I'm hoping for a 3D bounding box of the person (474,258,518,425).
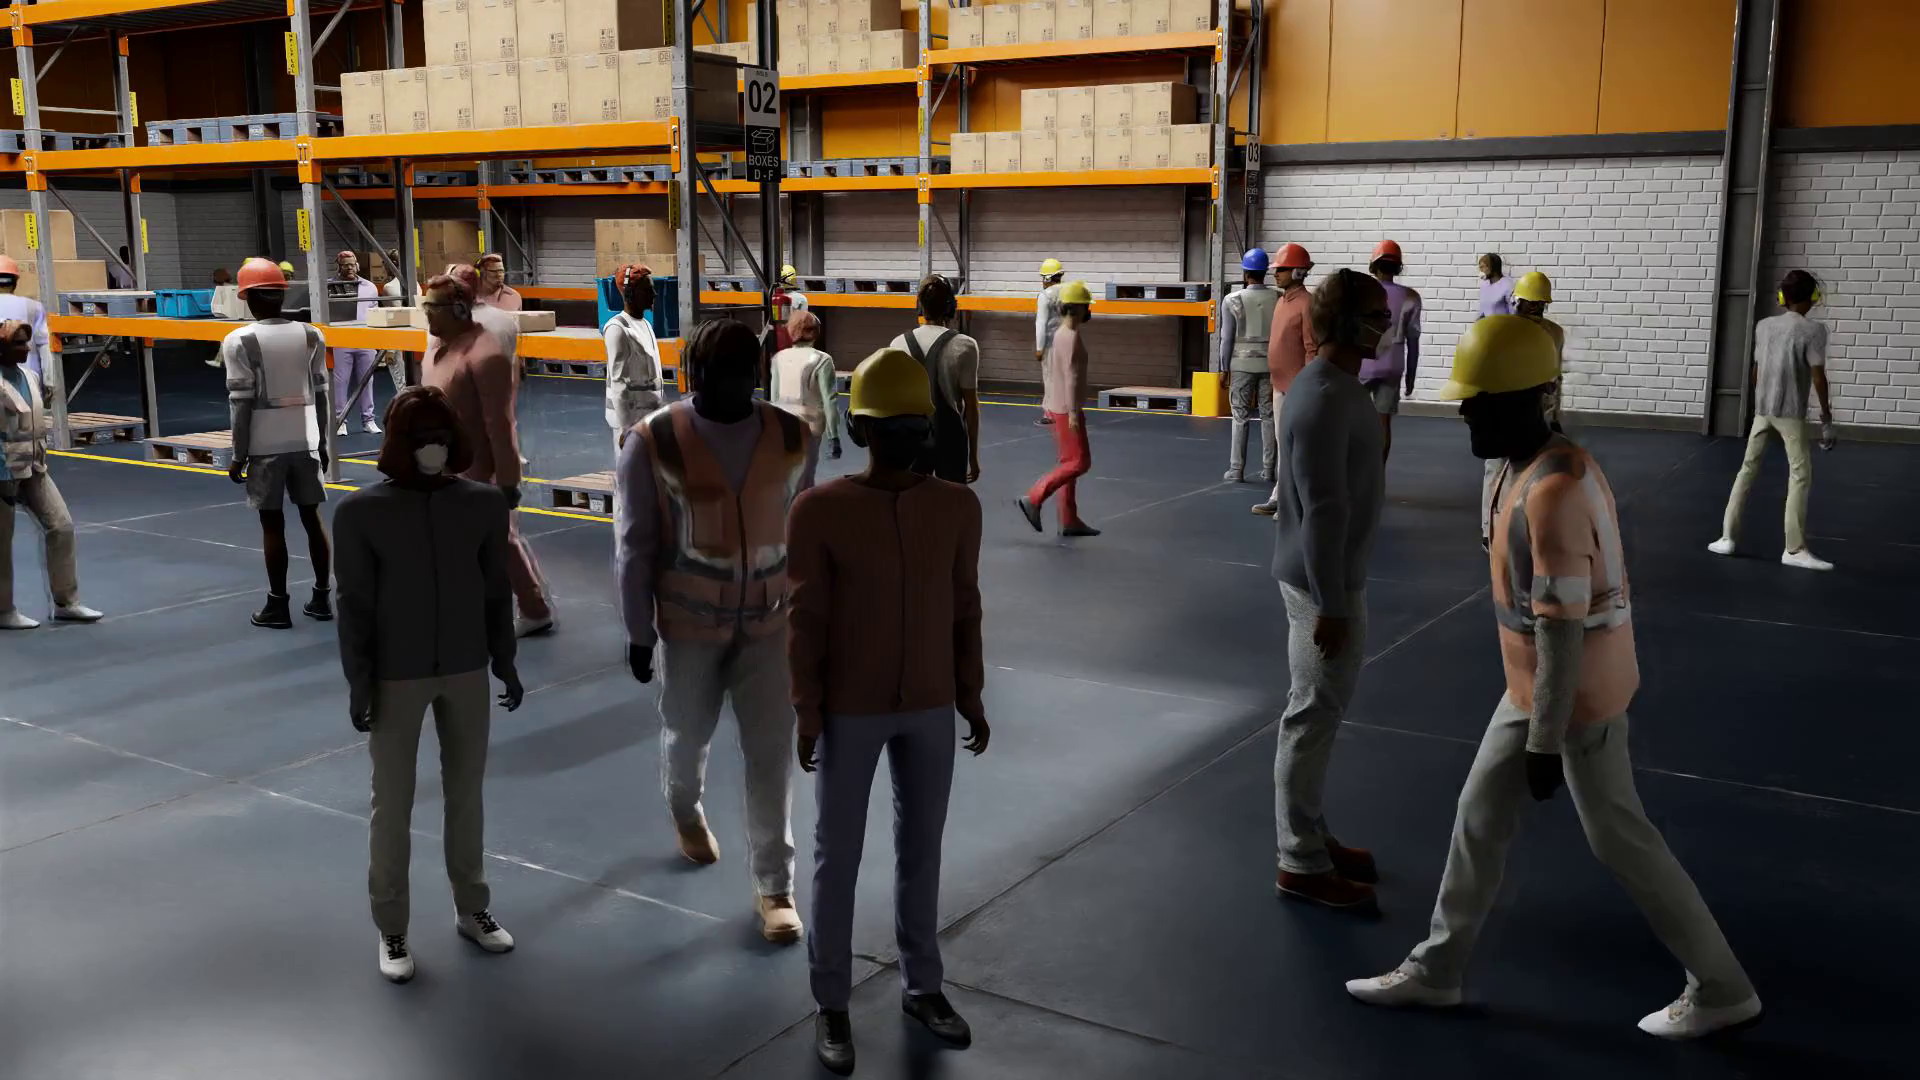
[{"bbox_3d":[-5.270,-2.196,18.363,0.842,1.847,0.521,7,12,35],"label":"person"}]

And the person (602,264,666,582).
[{"bbox_3d":[-1.914,-0.689,9.887,0.356,1.883,0.572,1,10,5],"label":"person"}]

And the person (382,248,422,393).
[{"bbox_3d":[-5.593,-1.940,16.666,0.373,1.940,0.629,1,10,4],"label":"person"}]

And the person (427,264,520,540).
[{"bbox_3d":[-3.062,-0.760,10.304,0.904,1.868,0.656,9,14,41],"label":"person"}]

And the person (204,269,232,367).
[{"bbox_3d":[-11.563,-3.507,26.368,0.907,1.558,0.508,-1,10,-5],"label":"person"}]

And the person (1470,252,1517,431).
[{"bbox_3d":[5.556,-2.006,17.144,0.793,1.890,0.647,-1,10,-8],"label":"person"}]

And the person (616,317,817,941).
[{"bbox_3d":[-0.730,0.219,5.092,0.632,1.807,0.945,-4,11,-20],"label":"person"}]

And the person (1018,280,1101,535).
[{"bbox_3d":[0.700,-0.880,11.282,0.485,1.751,0.544,0,10,-1],"label":"person"}]

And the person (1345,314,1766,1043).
[{"bbox_3d":[1.565,0.360,4.188,1.001,1.857,0.625,1,10,7],"label":"person"}]

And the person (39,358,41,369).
[{"bbox_3d":[-14.653,-3.707,26.169,0.674,2.000,0.535,3,11,15],"label":"person"}]

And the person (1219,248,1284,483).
[{"bbox_3d":[2.460,-1.447,13.900,0.605,1.951,0.381,-1,10,-7],"label":"person"}]

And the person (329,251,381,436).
[{"bbox_3d":[-6.315,-2.038,17.293,0.655,1.906,0.407,-8,13,-38],"label":"person"}]

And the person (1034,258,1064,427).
[{"bbox_3d":[1.024,-2.148,18.152,0.405,1.823,0.591,8,13,39],"label":"person"}]

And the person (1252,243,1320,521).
[{"bbox_3d":[2.387,-1.129,12.013,0.388,1.996,0.612,-2,11,-13],"label":"person"}]

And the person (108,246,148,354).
[{"bbox_3d":[-14.769,-4.260,29.581,0.597,1.914,0.373,-5,11,-25],"label":"person"}]

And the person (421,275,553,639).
[{"bbox_3d":[-2.441,-0.362,8.161,0.986,1.855,0.648,-8,13,-37],"label":"person"}]

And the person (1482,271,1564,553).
[{"bbox_3d":[3.632,-0.815,10.748,0.586,1.825,0.403,-2,11,-13],"label":"person"}]

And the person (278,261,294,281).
[{"bbox_3d":[-8.692,-2.729,21.562,0.527,1.757,0.433,-6,12,-32],"label":"person"}]

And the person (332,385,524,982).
[{"bbox_3d":[-1.464,0.385,4.626,0.498,1.633,0.287,-8,13,-36],"label":"person"}]

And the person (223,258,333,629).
[{"bbox_3d":[-3.569,-0.499,8.707,0.374,1.928,0.543,9,14,41],"label":"person"}]

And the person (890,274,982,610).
[{"bbox_3d":[-0.132,-0.477,8.814,0.505,1.846,0.347,4,11,20],"label":"person"}]

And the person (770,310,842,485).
[{"bbox_3d":[-1.005,-0.650,10.505,0.561,1.584,0.819,8,13,39],"label":"person"}]

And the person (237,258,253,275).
[{"bbox_3d":[-7.467,-2.076,17.711,0.404,1.831,0.600,-10,14,-44],"label":"person"}]

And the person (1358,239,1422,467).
[{"bbox_3d":[3.307,-1.354,13.162,0.632,2.027,0.417,1,10,5],"label":"person"}]

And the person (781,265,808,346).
[{"bbox_3d":[-1.939,-2.213,18.719,0.492,1.742,0.324,0,10,0],"label":"person"}]

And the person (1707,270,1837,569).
[{"bbox_3d":[5.175,-0.760,10.428,0.370,1.841,0.830,-5,11,-26],"label":"person"}]

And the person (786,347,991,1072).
[{"bbox_3d":[-0.169,0.412,4.105,0.523,1.769,0.315,-5,11,-25],"label":"person"}]

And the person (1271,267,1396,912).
[{"bbox_3d":[1.140,0.145,5.104,0.358,1.938,0.636,3,11,14],"label":"person"}]

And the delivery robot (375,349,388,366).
[{"bbox_3d":[-9.078,-2.904,25.571,0.707,0.478,0.477,7,12,31],"label":"delivery robot"}]

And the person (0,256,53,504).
[{"bbox_3d":[-7.428,-1.255,12.991,0.572,1.882,0.906,-8,13,-37],"label":"person"}]

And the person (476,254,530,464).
[{"bbox_3d":[-4.138,-1.587,14.838,0.395,1.898,0.637,9,13,40],"label":"person"}]

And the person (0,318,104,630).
[{"bbox_3d":[-4.784,-0.327,8.587,0.648,1.613,0.547,1,10,4],"label":"person"}]
